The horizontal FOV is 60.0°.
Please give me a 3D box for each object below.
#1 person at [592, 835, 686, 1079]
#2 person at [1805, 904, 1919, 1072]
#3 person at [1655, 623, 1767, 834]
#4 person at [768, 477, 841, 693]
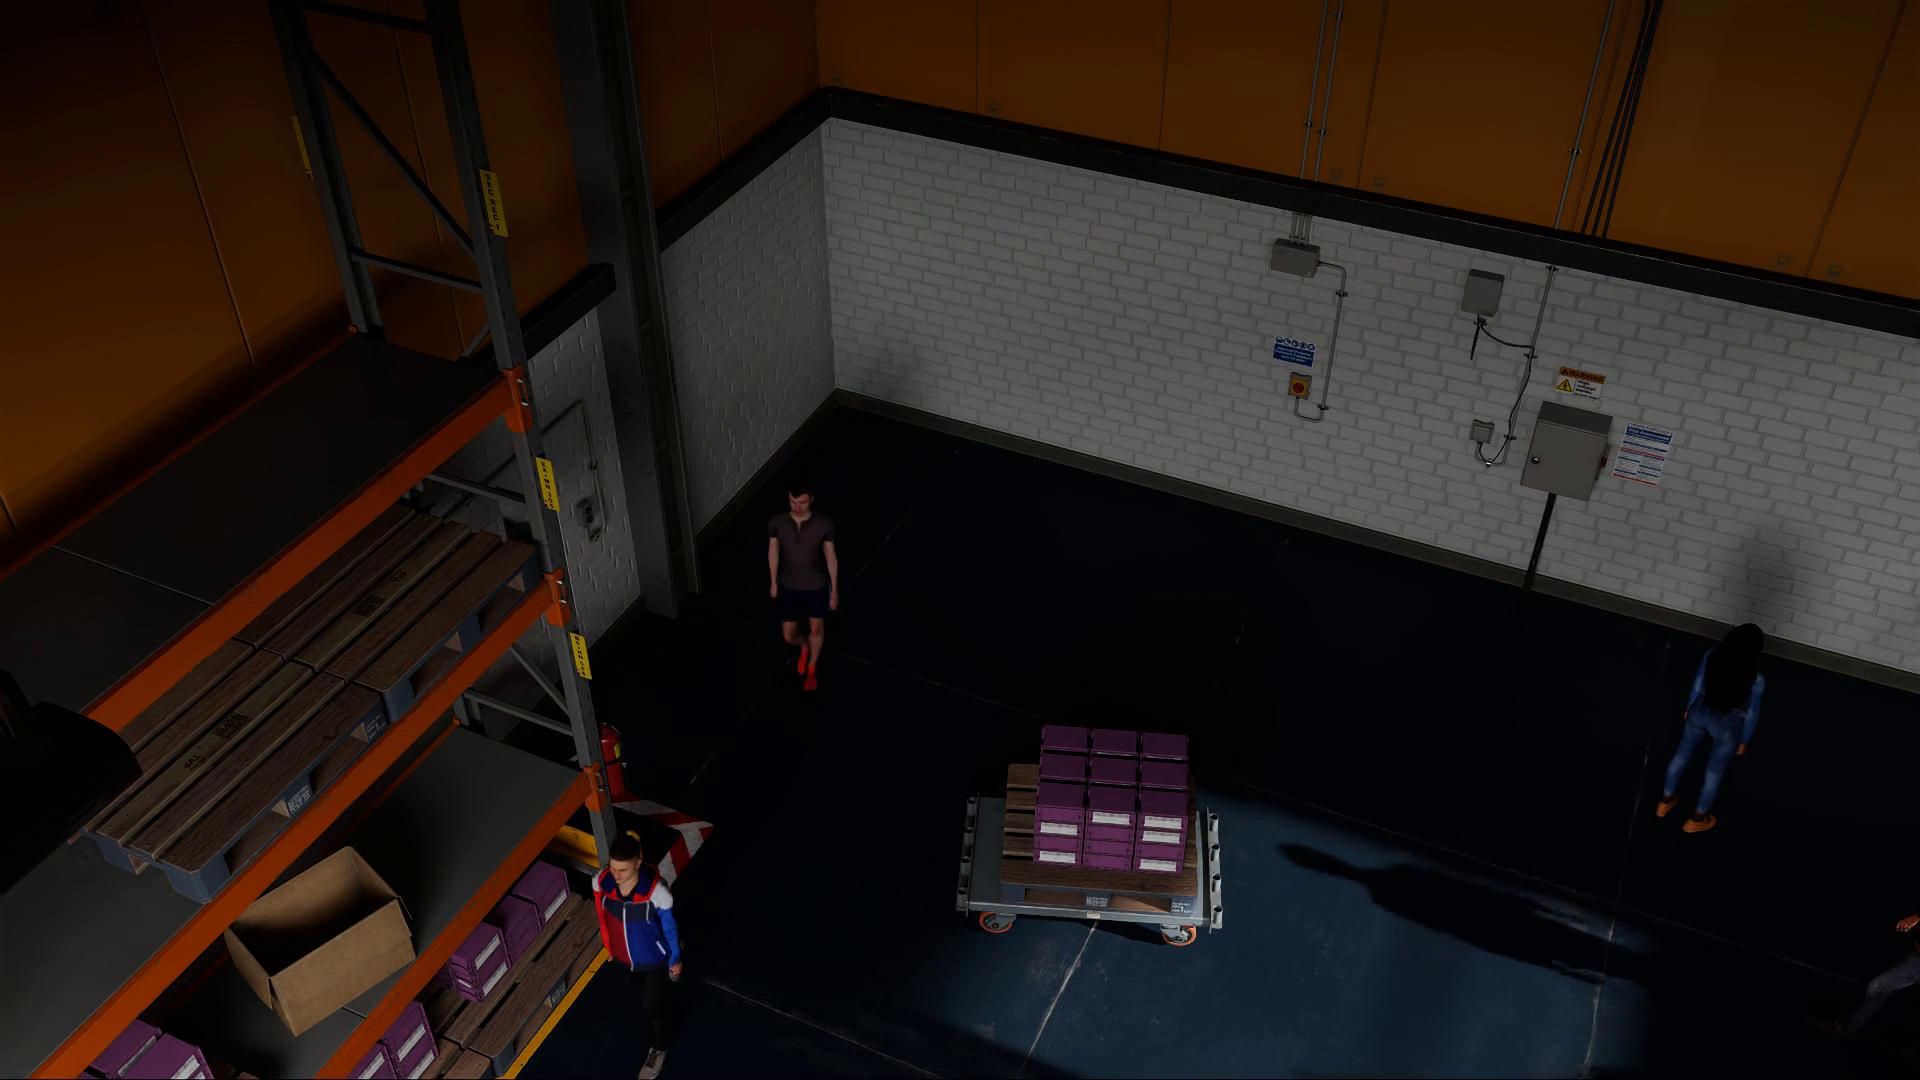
[{"bbox_3d":[-1.773,2.251,9.484,0.701,1.735,1.059,12,40,15],"label":"person"},{"bbox_3d":[5.543,2.378,9.311,0.853,1.752,0.918,29,47,31],"label":"person"},{"bbox_3d":[4.902,1.209,10.806,0.667,1.712,0.677,-26,45,-29],"label":"person"},{"bbox_3d":[-1.095,0.262,11.888,0.781,1.844,0.801,3,39,3],"label":"person"}]
